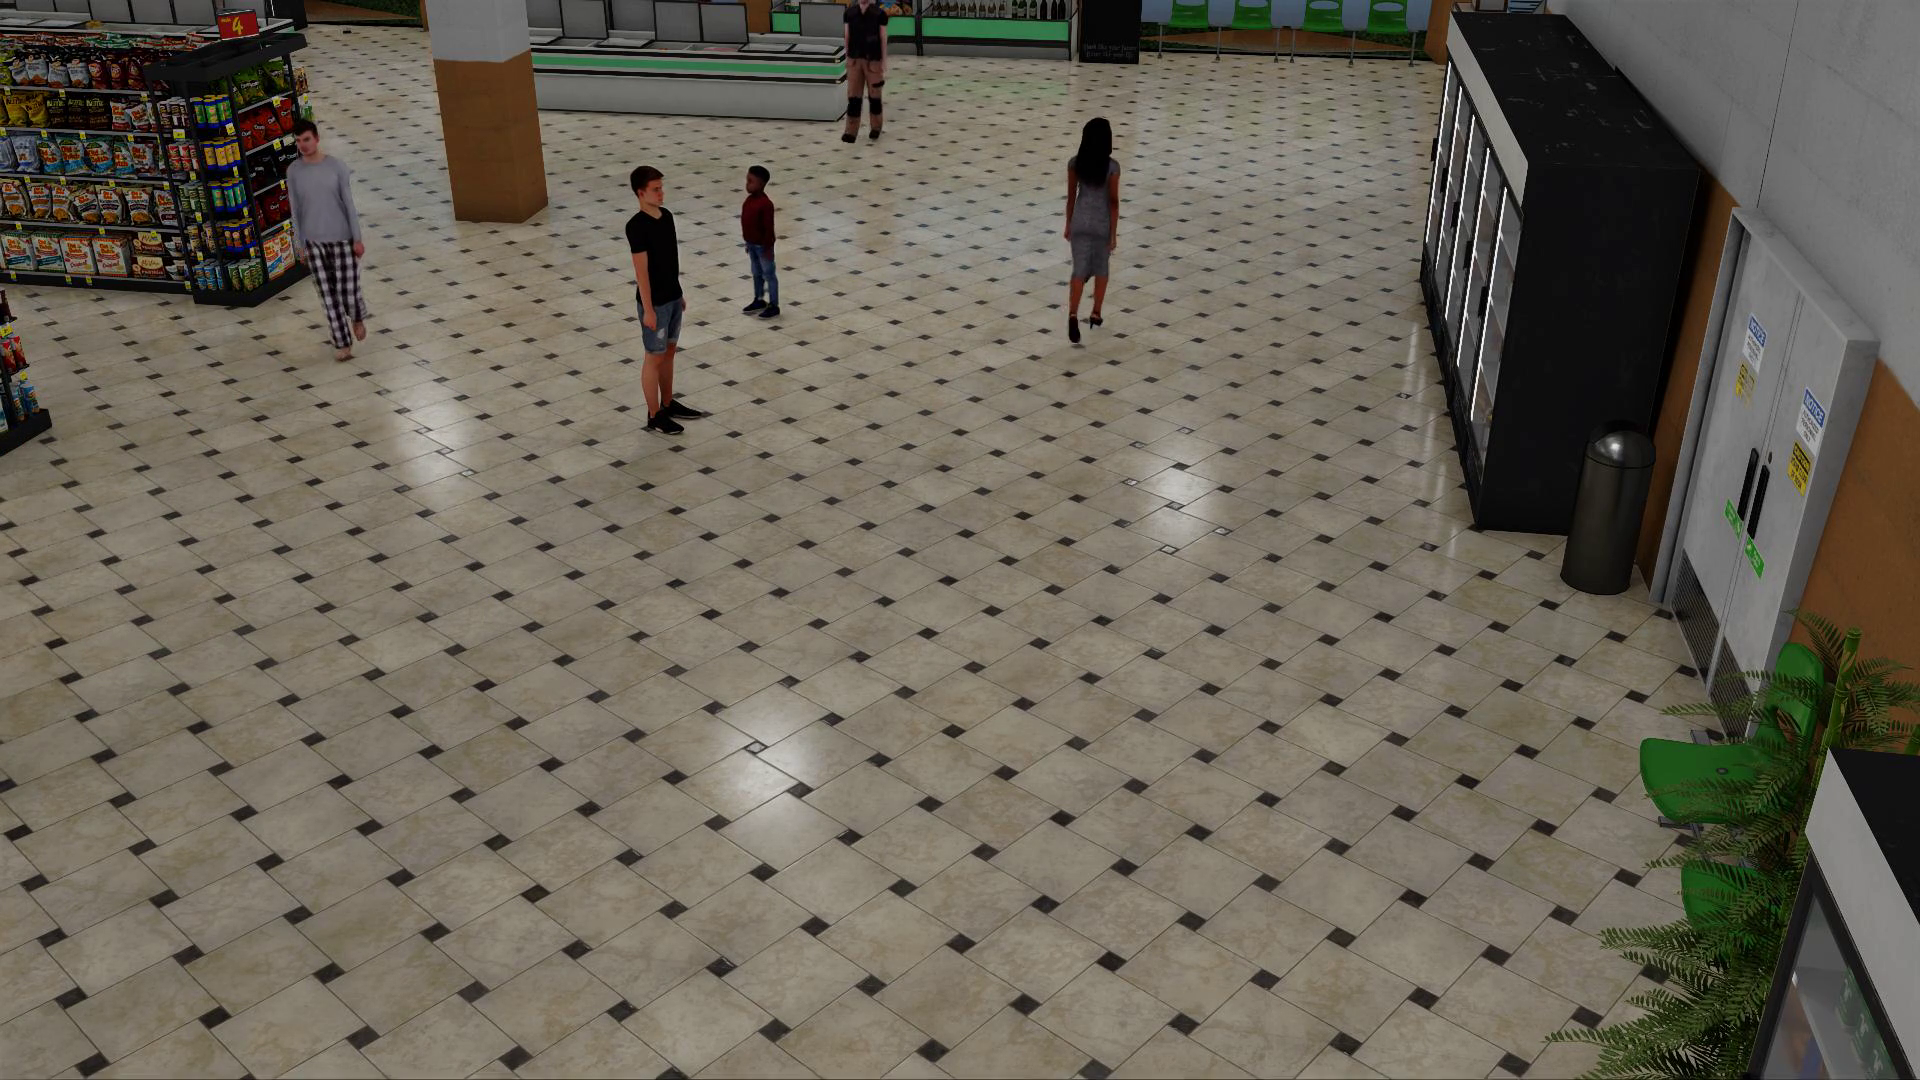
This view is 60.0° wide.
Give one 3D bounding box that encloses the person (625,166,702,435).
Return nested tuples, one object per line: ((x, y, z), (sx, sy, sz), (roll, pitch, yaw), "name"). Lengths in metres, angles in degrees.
((-2.090, -1.669, 11.487), (0.589, 1.847, 0.676), (8, 28, 15), "person")

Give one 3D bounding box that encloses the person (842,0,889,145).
((-1.040, -5.493, 19.075), (0.995, 1.803, 0.769), (6, 27, 11), "person")

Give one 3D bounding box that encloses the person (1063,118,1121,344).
((1.002, -2.373, 12.981), (1.022, 1.750, 0.721), (7, 28, 14), "person")

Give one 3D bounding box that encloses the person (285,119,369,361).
((-4.833, -2.320, 12.786), (0.774, 1.832, 0.820), (-4, 27, -7), "person")

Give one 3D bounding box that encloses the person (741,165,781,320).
((-1.635, -2.469, 13.720), (0.645, 1.253, 0.578), (-20, 33, -33), "person")
